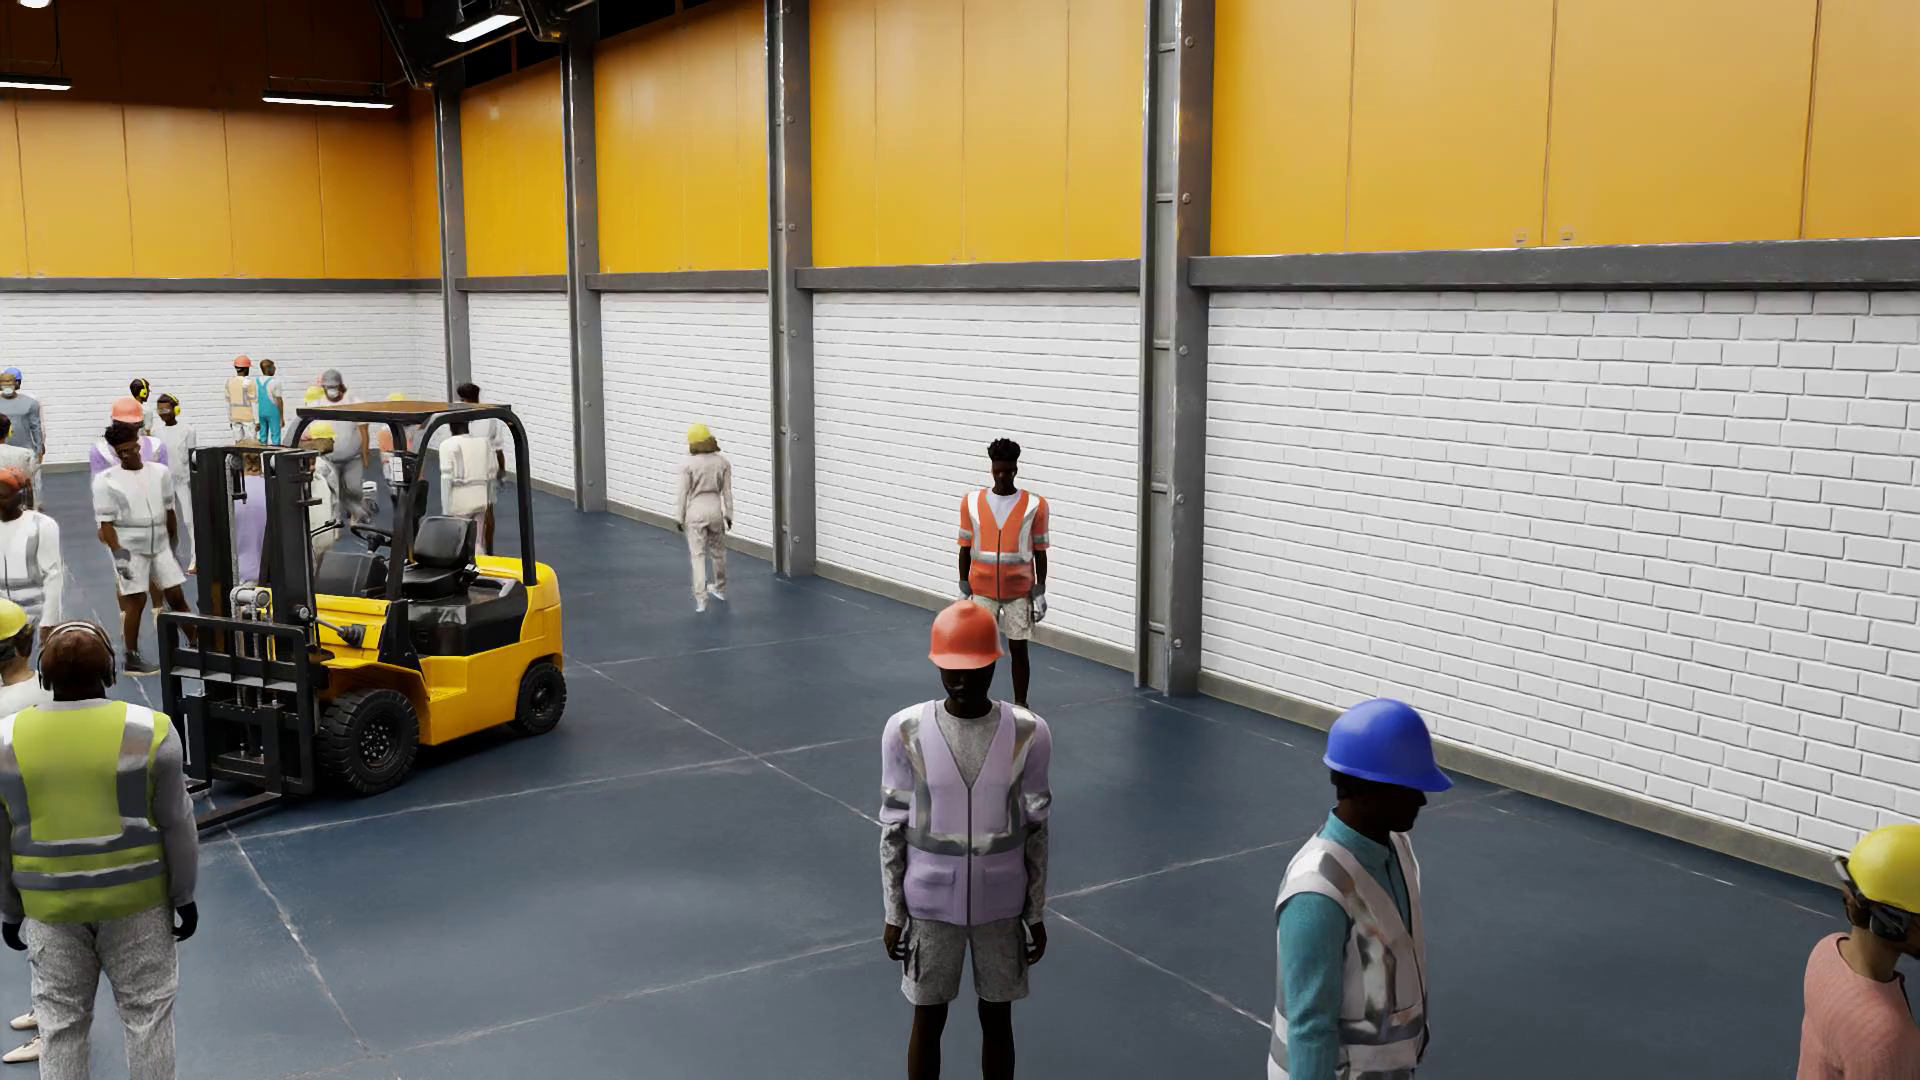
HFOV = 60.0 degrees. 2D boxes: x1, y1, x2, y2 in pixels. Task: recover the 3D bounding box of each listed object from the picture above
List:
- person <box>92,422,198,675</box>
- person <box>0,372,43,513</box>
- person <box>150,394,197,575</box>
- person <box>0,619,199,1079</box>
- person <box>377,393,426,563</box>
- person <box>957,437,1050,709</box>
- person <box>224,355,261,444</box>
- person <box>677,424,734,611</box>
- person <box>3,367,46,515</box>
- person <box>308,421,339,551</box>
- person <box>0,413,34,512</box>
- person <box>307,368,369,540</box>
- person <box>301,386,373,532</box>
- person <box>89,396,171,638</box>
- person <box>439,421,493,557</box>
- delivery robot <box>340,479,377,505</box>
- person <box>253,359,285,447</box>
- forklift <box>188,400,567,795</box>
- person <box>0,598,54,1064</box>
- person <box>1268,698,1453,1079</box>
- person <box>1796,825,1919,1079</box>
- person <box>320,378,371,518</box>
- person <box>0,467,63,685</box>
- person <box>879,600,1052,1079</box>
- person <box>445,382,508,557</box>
[{"bbox_3d":[-6.122,0.065,12.551,0.458,1.934,0.690,6,10,34],"label":"person"},{"bbox_3d":[-11.531,-1.080,20.274,0.634,1.930,0.384,-5,10,-29],"label":"person"},{"bbox_3d":[-8.028,-0.565,17.026,0.505,1.864,0.331,1,8,6],"label":"person"},{"bbox_3d":[-2.795,1.166,5.404,0.629,1.846,0.429,-2,9,-14],"label":"person"},{"bbox_3d":[-5.668,-0.591,17.166,0.387,1.878,0.758,3,9,22],"label":"person"},{"bbox_3d":[0.274,0.311,10.753,0.603,1.966,0.366,1,9,9],"label":"person"},{"bbox_3d":[-10.942,-1.856,25.457,0.552,1.936,0.358,3,9,17],"label":"person"},{"bbox_3d":[-2.359,-0.225,15.320,0.564,1.688,0.693,-5,10,-31],"label":"person"},{"bbox_3d":[-12.086,-1.249,21.376,0.604,1.939,0.414,-6,10,-34],"label":"person"},{"bbox_3d":[-5.668,-0.188,14.866,0.293,1.745,0.486,-4,9,-27],"label":"person"},{"bbox_3d":[-8.238,-0.174,14.357,0.310,1.868,0.532,4,9,27],"label":"person"},{"bbox_3d":[-7.326,-1.043,19.632,0.690,2.000,0.763,-3,9,-18],"label":"person"},{"bbox_3d":[-7.486,-0.941,19.789,0.874,1.796,0.598,0,8,2],"label":"person"},{"bbox_3d":[-6.908,-0.190,13.930,0.611,2.032,0.411,-7,11,-38],"label":"person"},{"bbox_3d":[-4.509,-0.308,15.145,0.471,1.897,0.632,5,10,32],"label":"person"},{"bbox_3d":[-7.949,-0.664,21.724,0.707,0.478,0.477,7,11,35],"label":"delivery robot"},{"bbox_3d":[-10.957,-1.944,26.373,0.505,1.842,0.346,1,9,9],"label":"person"},{"bbox_3d":[-3.529,0.258,10.348,1.214,2.155,2.313,4,9,25],"label":"forklift"},{"bbox_3d":[-3.534,1.080,6.274,0.339,1.760,0.526,-3,9,-21],"label":"person"},{"bbox_3d":[0.951,1.325,4.032,0.412,1.939,0.601,5,10,30],"label":"person"},{"bbox_3d":[1.989,1.470,3.672,0.342,1.754,0.531,2,9,15],"label":"person"},{"bbox_3d":[-8.087,-1.202,21.247,0.997,1.889,0.561,0,8,3],"label":"person"},{"bbox_3d":[-5.753,0.459,10.195,0.582,1.821,0.987,1,8,6],"label":"person"},{"bbox_3d":[0.021,1.143,5.249,0.545,1.938,0.359,-1,8,-4],"label":"person"},{"bbox_3d":[-5.150,-0.711,17.731,0.659,1.938,0.593,-4,9,-26],"label":"person"}]
